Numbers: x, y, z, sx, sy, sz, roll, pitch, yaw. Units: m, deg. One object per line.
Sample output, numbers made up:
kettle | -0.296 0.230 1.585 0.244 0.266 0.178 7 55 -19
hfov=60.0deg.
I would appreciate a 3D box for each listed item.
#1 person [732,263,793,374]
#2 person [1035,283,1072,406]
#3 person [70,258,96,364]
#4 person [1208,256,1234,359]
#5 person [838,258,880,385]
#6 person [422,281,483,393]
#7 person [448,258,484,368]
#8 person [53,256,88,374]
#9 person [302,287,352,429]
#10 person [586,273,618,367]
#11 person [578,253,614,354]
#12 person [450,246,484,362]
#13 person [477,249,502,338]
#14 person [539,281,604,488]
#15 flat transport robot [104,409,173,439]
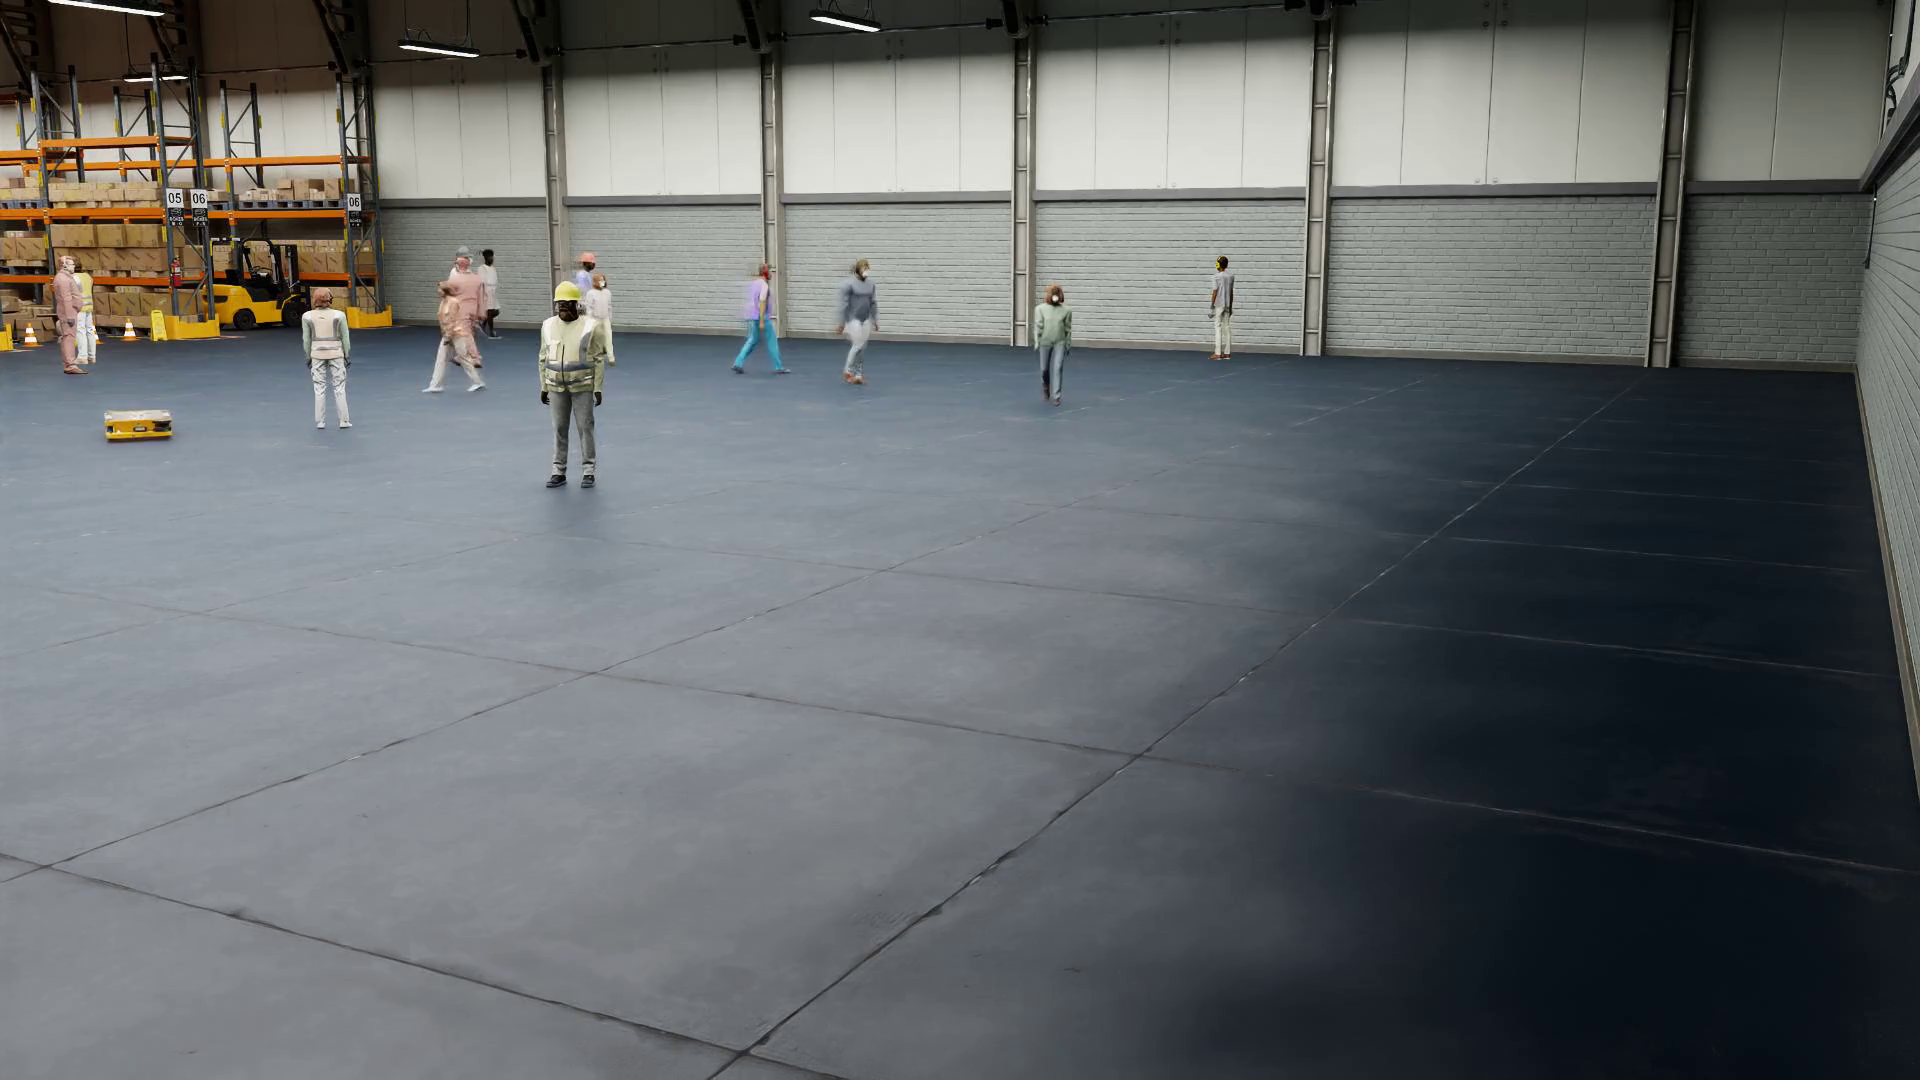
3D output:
person | -3.246 -3.571 26.894 0.969 1.803 0.590 -4 11 -21
person | 1.237 -2.612 22.148 0.501 1.612 0.694 0 10 1
person | -15.415 -4.000 29.100 0.430 1.845 0.619 1 10 5
person | 4.729 -4.203 30.129 0.510 1.872 0.329 -6 12 -31
person | -1.508 -3.246 24.821 0.476 1.910 0.634 9 14 40
person | -7.258 -2.899 23.771 0.852 1.597 0.515 -10 14 -43
person | -8.474 -3.859 28.301 0.980 1.854 0.646 6 12 31
person | -14.425 -3.641 26.962 0.399 1.909 0.642 -6 12 -32
person | -7.333 -2.099 19.287 0.514 1.641 0.307 -2 11 -12
person | -6.227 -3.783 28.597 0.513 1.599 0.828 -9 14 -41
person | -6.899 -4.431 31.289 0.876 1.904 0.564 0 10 -2
person | -8.785 -4.213 29.720 0.537 2.000 0.682 0 10 1
person | -10.297 -5.361 36.227 0.577 1.949 0.613 3 11 17
person | -3.465 -1.376 14.809 0.588 1.835 0.403 1 10 6
flat transport robot | -9.261 -1.312 18.726 0.652 0.197 1.431 -5 12 -27
